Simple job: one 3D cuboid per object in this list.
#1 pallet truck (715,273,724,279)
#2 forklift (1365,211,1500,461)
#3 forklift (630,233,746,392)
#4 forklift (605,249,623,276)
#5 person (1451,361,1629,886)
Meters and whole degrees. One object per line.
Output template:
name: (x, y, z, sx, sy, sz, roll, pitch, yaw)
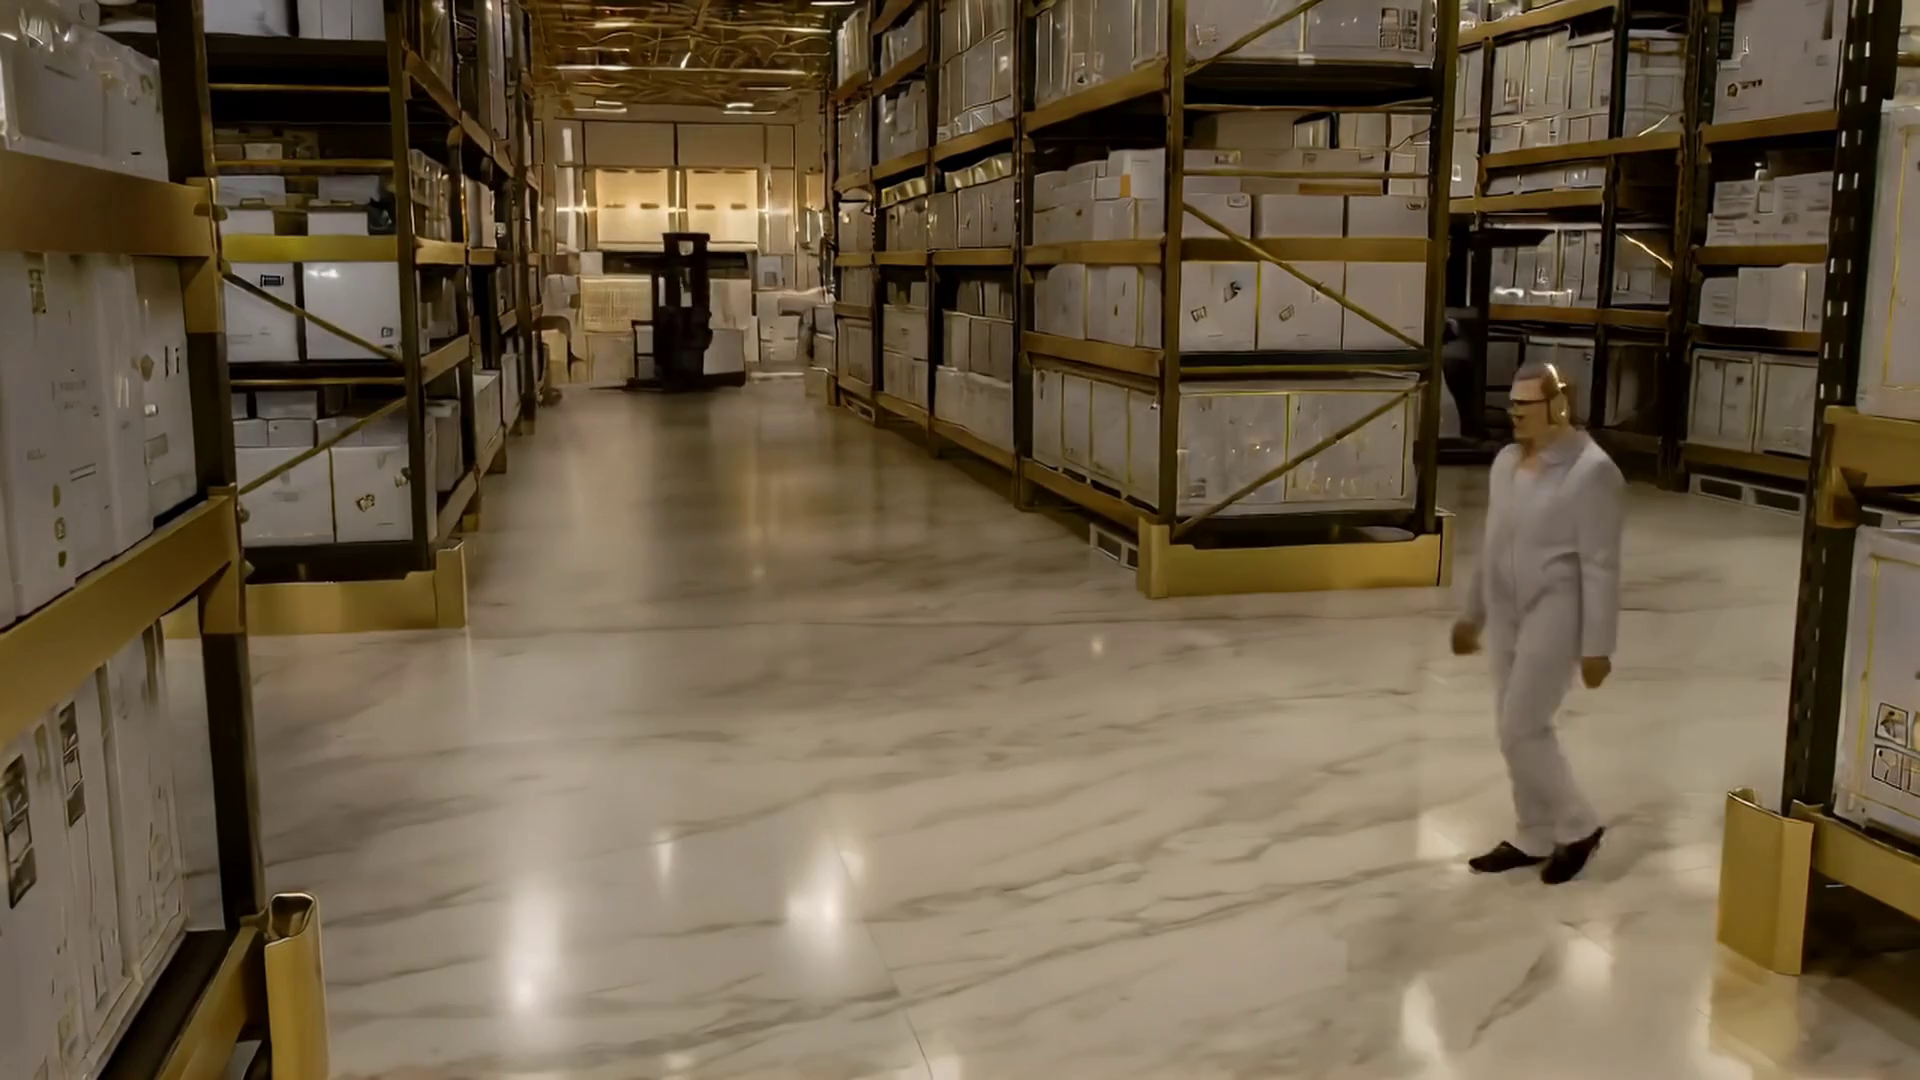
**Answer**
pallet truck: (-8.580, -8.986, 62.280, 1.885, 1.965, 0.823, 1, 9, 5)
forklift: (5.354, -2.303, 18.863, 1.873, 2.768, 1.129, -2, 10, -12)
forklift: (-4.889, -4.125, 29.967, 1.129, 2.768, 1.873, 8, 12, 40)
forklift: (-11.407, -8.233, 55.004, 1.873, 2.768, 1.129, -5, 11, -29)
person: (2.049, 0.306, 5.974, 0.427, 1.888, 0.648, -2, 10, -11)
